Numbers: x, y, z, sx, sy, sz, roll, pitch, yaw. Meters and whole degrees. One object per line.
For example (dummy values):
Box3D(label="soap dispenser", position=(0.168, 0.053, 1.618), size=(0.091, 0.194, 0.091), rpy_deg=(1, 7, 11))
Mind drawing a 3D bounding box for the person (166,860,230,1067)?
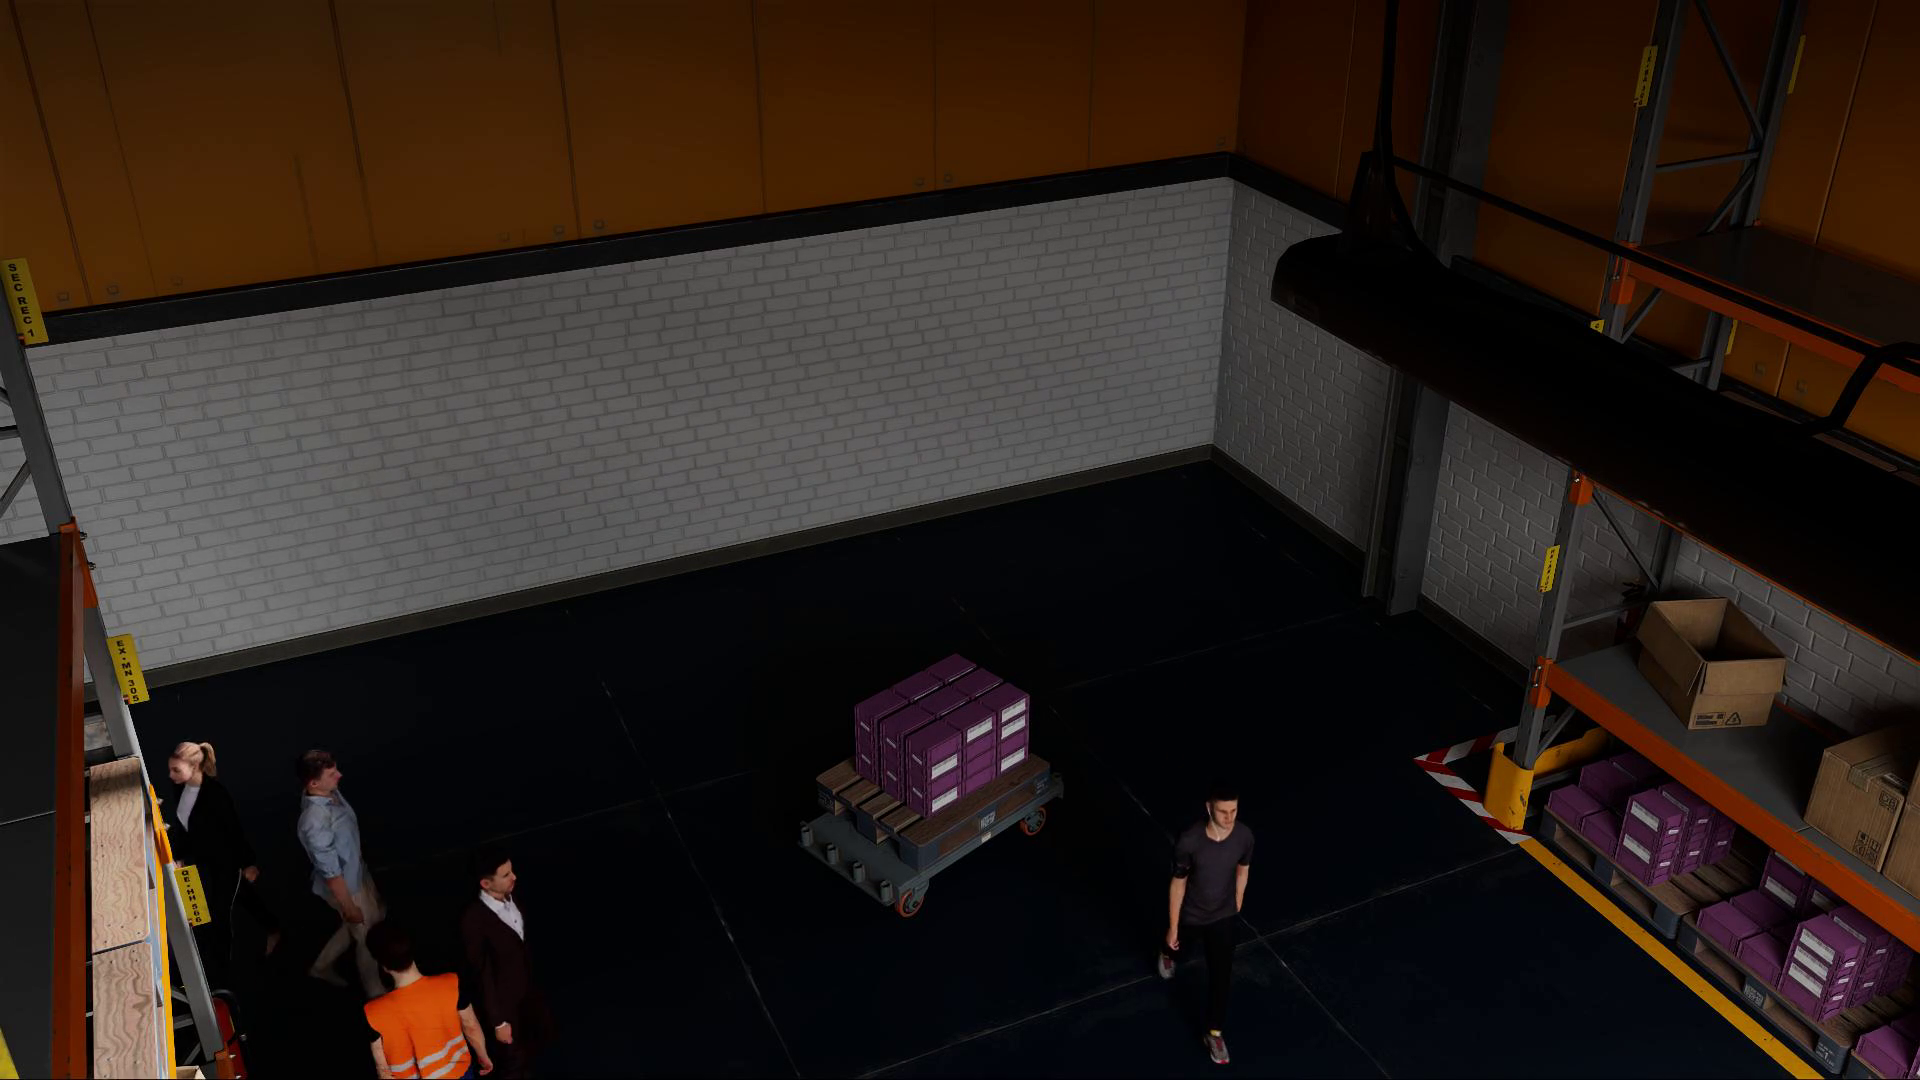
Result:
Box3D(label="person", position=(-3.989, 2.381, 8.671), size=(0.740, 1.817, 0.517), rpy_deg=(-12, 31, -21))

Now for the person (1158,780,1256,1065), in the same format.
Box3D(label="person", position=(1.347, 2.045, 9.375), size=(0.885, 1.734, 1.193), rpy_deg=(-4, 29, -6))

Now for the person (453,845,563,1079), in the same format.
Box3D(label="person", position=(-2.448, 2.342, 8.705), size=(0.902, 1.853, 0.828), rpy_deg=(7, 29, 12))

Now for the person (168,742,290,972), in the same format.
Box3D(label="person", position=(-4.261, 1.858, 9.780), size=(1.005, 1.673, 1.000), rpy_deg=(17, 33, 28))

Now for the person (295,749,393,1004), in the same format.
Box3D(label="person", position=(-3.591, 1.954, 9.440), size=(0.814, 1.830, 0.822), rpy_deg=(-7, 29, -13))

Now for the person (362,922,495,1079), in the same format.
Box3D(label="person", position=(-2.513, 2.706, 8.065), size=(0.769, 1.828, 1.265), rpy_deg=(-14, 32, -25))
